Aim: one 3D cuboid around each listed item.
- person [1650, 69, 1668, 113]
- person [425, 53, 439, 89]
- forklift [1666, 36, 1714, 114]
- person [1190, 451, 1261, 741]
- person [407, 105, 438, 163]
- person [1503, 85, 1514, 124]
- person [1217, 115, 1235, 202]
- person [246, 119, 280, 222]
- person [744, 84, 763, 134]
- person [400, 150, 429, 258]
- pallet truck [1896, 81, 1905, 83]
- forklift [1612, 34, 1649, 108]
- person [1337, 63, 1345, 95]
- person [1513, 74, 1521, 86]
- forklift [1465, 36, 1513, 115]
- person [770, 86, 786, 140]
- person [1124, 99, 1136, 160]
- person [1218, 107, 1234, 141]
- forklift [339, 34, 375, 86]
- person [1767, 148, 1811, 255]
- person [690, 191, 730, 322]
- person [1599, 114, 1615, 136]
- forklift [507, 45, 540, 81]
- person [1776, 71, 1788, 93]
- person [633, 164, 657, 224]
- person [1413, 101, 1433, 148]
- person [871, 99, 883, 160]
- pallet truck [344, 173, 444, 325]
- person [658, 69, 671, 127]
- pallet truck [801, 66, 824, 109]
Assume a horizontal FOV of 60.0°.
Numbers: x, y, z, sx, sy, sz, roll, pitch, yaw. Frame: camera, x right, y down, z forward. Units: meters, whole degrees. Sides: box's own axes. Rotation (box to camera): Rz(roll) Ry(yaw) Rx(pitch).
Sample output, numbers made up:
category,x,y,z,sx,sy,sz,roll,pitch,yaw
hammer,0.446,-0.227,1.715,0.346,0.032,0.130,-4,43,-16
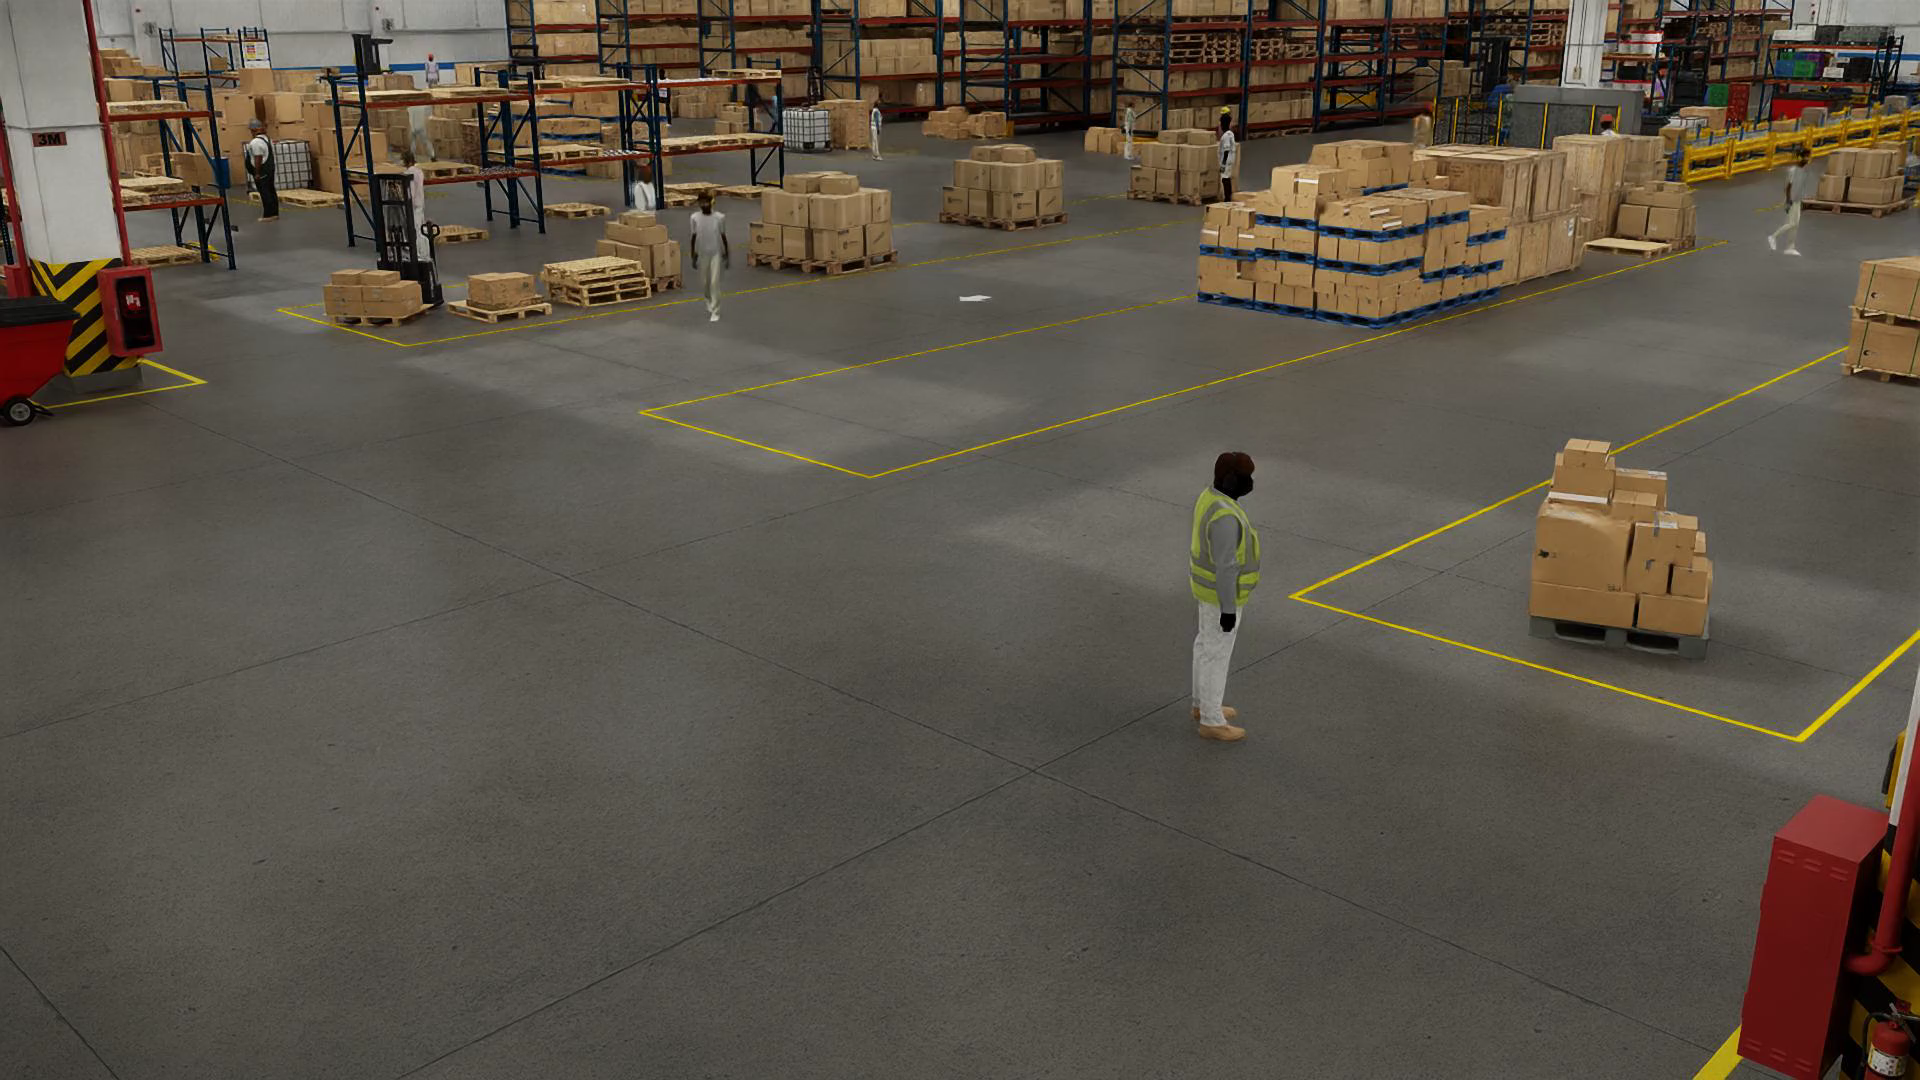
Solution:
category,x,y,z,sx,sy,sz,roll,pitch,yaw
person,23.754,-15.060,56.649,0.649,1.919,0.570,-16,24,-39
person,-22.143,-19.423,69.799,0.564,1.917,0.410,-9,21,-26
forklift,27.341,-17.291,61.877,1.129,2.768,1.873,17,25,41
person,1.650,0.335,10.399,0.429,1.839,0.634,0,18,0
person,-14.521,-11.053,44.645,1.033,1.894,0.637,10,21,28
person,17.526,-13.621,52.823,0.517,1.597,0.844,12,22,33
person,5.683,-8.084,35.567,0.367,1.963,0.609,6,19,19
person,-14.113,-7.455,33.553,0.535,2.000,0.684,1,18,3
person,-6.732,-13.785,52.781,1.039,1.939,0.611,5,19,15
person,-9.242,-5.615,28.169,0.357,1.938,0.638,0,18,0
pallet truck,34.802,-16.331,61.455,0.653,1.274,1.630,17,25,41
forklift,25.943,-18.145,64.449,1.129,2.768,1.873,17,25,41
person,16.539,-20.239,72.630,0.611,1.678,0.514,2,18,6
person,19.804,-15.806,59.350,0.266,1.631,0.507,8,20,23
forklift,19.973,-17.201,61.605,1.873,2.768,1.129,16,24,40
person,-5.571,-13.204,51.483,0.888,1.649,0.545,12,22,32
person,4.671,-11.280,45.710,0.310,1.636,0.523,3,19,8
person,6.472,-9.695,40.733,0.523,1.769,0.323,-15,24,-38
forklift,-23.287,-18.355,65.083,1.129,2.768,1.873,17,25,41
person,14.714,-5.972,29.369,0.538,1.860,0.506,-13,22,-34
person,-3.545,-4.053,23.633,0.539,1.846,0.677,0,18,0
person,14.193,-8.357,36.459,0.690,1.923,0.543,14,23,35
forklift,-13.783,-14.293,52.844,1.129,2.768,1.873,-8,20,-23
person,32.543,-18.018,65.840,0.525,1.754,0.379,8,20,22
person,-5.096,-5.183,27.042,0.966,1.841,0.565,7,20,21
person,11.274,-9.692,40.463,0.555,1.925,0.398,-14,23,-35
person,-2.283,-11.264,45.659,0.310,1.640,0.514,-2,19,-7
pallet truck,-8.209,-4.181,23.757,0.823,1.965,1.885,3,19,9
person,-10.072,-15.070,56.706,0.588,1.912,0.393,12,22,33
pallet truck,-4.812,-15.182,56.903,0.823,1.965,1.885,-9,21,-26
